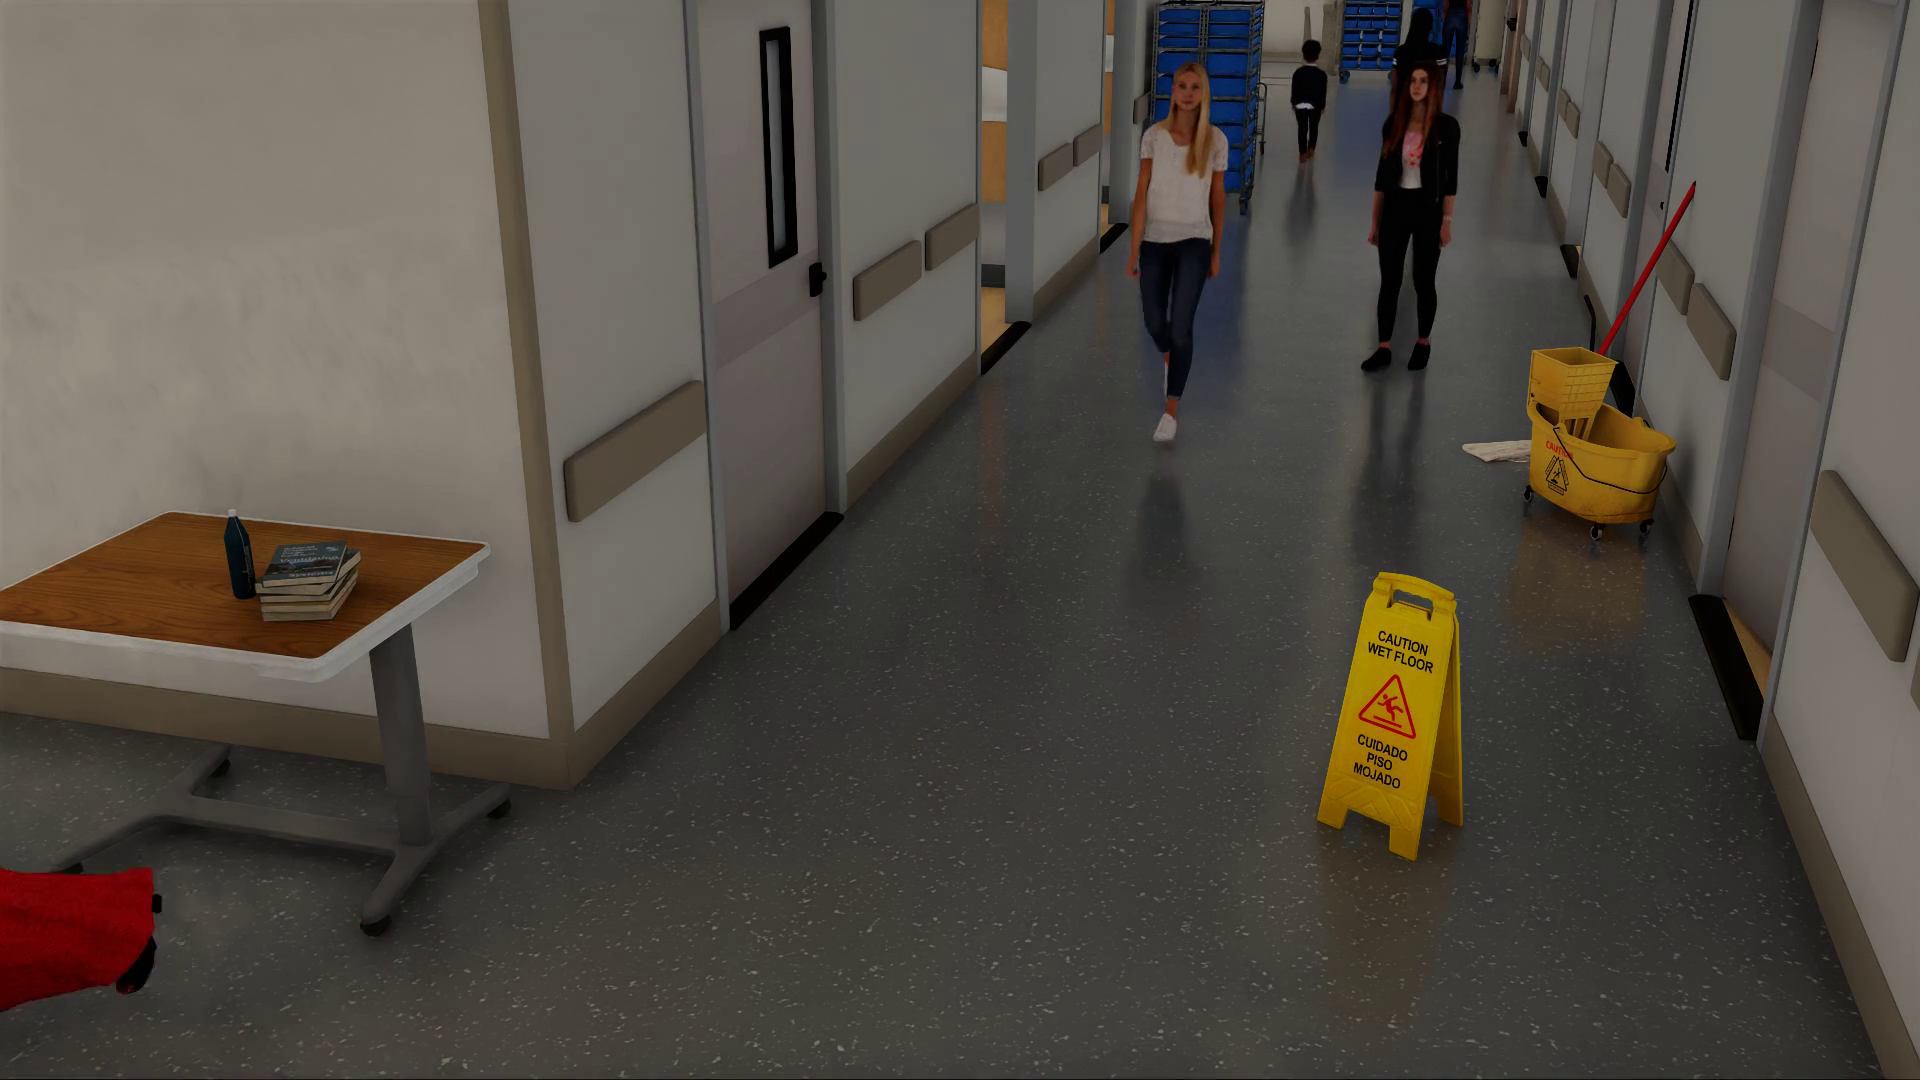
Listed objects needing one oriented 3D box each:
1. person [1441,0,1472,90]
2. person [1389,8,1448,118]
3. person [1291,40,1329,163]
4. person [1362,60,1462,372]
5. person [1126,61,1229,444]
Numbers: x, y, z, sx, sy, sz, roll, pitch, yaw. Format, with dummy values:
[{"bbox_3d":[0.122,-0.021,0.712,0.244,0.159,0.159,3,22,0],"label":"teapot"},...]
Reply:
[{"bbox_3d":[7.235,-7.491,24.285,0.565,1.735,0.539,7,22,18],"label":"person"},{"bbox_3d":[3.749,-3.471,13.670,0.690,1.735,0.710,14,25,32],"label":"person"},{"bbox_3d":[3.600,-4.517,17.174,0.537,1.210,0.725,4,21,10],"label":"person"},{"bbox_3d":[2.555,-1.818,9.318,0.708,1.728,0.759,13,24,30],"label":"person"},{"bbox_3d":[1.072,-1.420,8.196,0.657,1.777,1.158,7,22,19],"label":"person"}]
